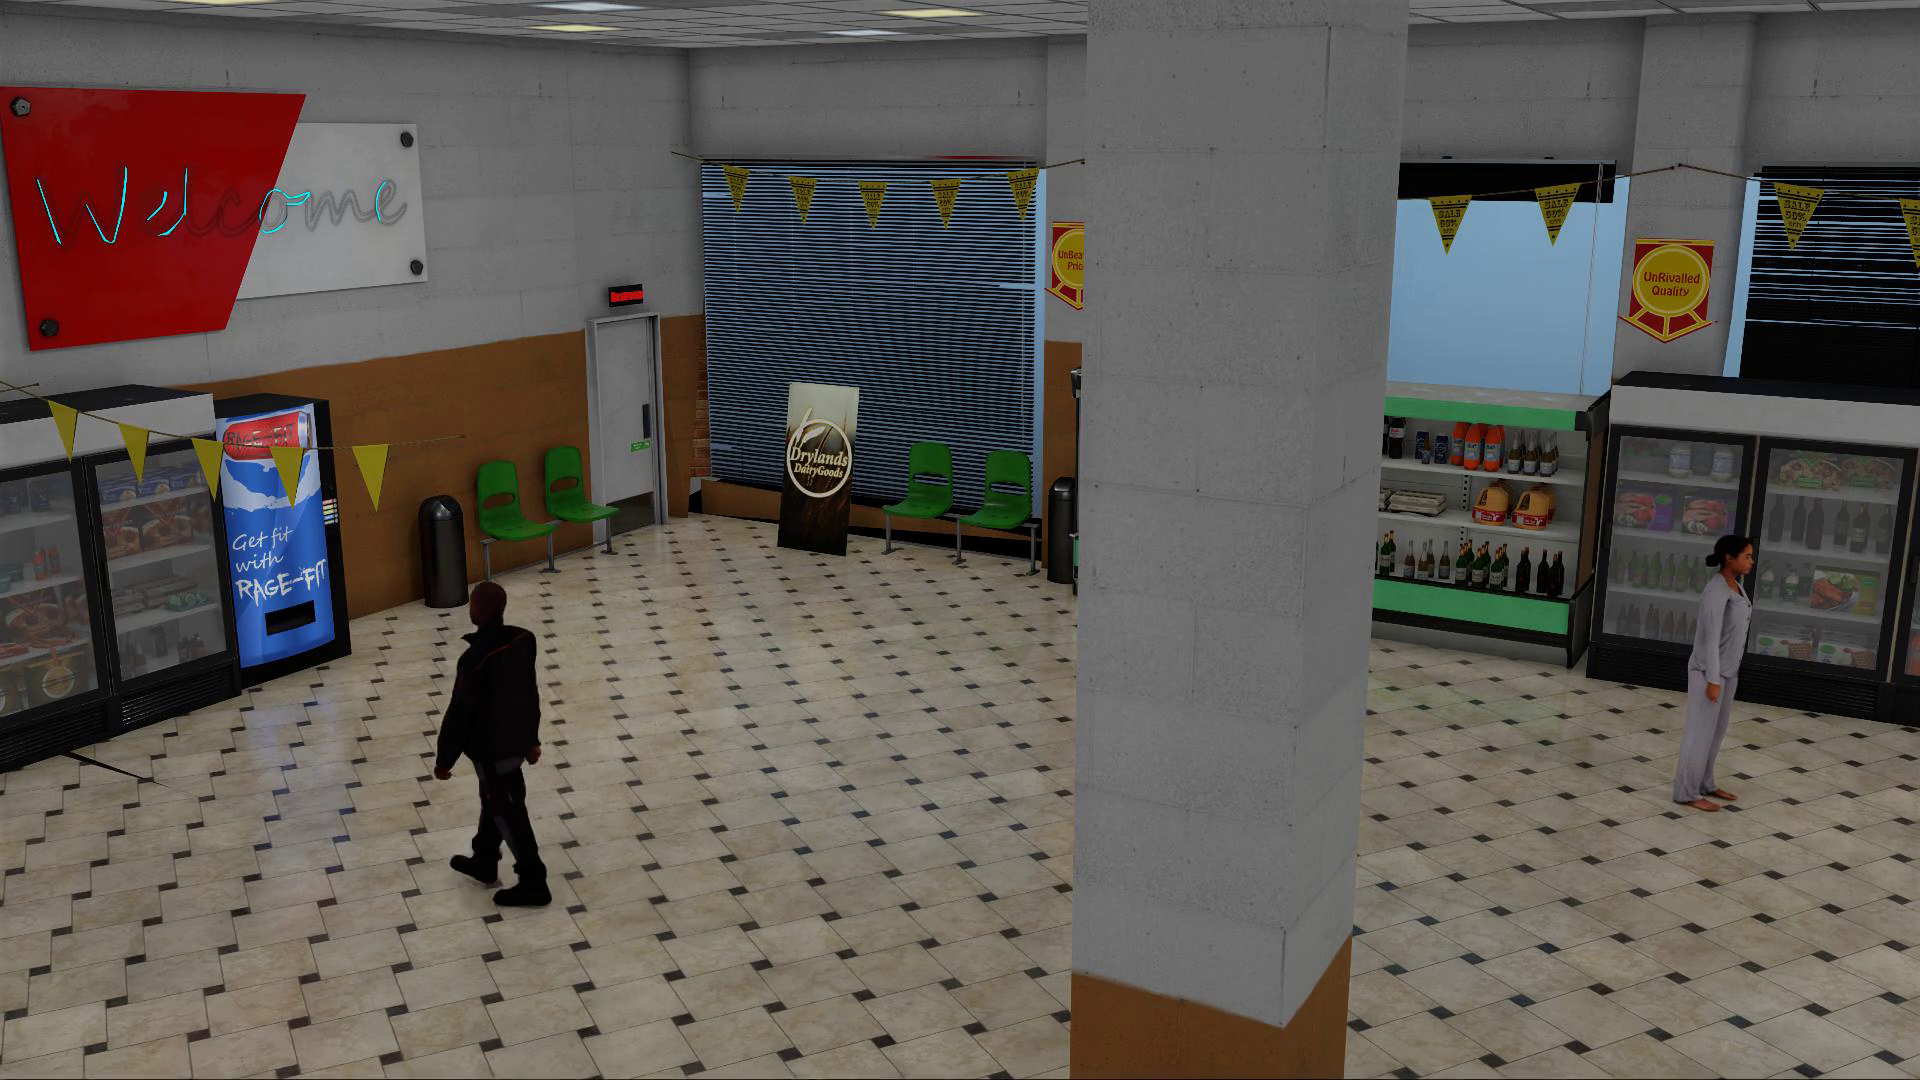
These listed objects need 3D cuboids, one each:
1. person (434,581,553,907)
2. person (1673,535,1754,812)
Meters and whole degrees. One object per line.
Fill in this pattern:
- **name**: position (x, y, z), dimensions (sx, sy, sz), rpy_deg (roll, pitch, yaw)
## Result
- **person**: position (-2.392, 1.121, 8.944), dimensions (1.031, 1.806, 0.826), rpy_deg (4, 14, 17)
- **person**: position (4.710, 0.806, 10.396), dimensions (0.616, 1.735, 0.665), rpy_deg (12, 18, 40)
